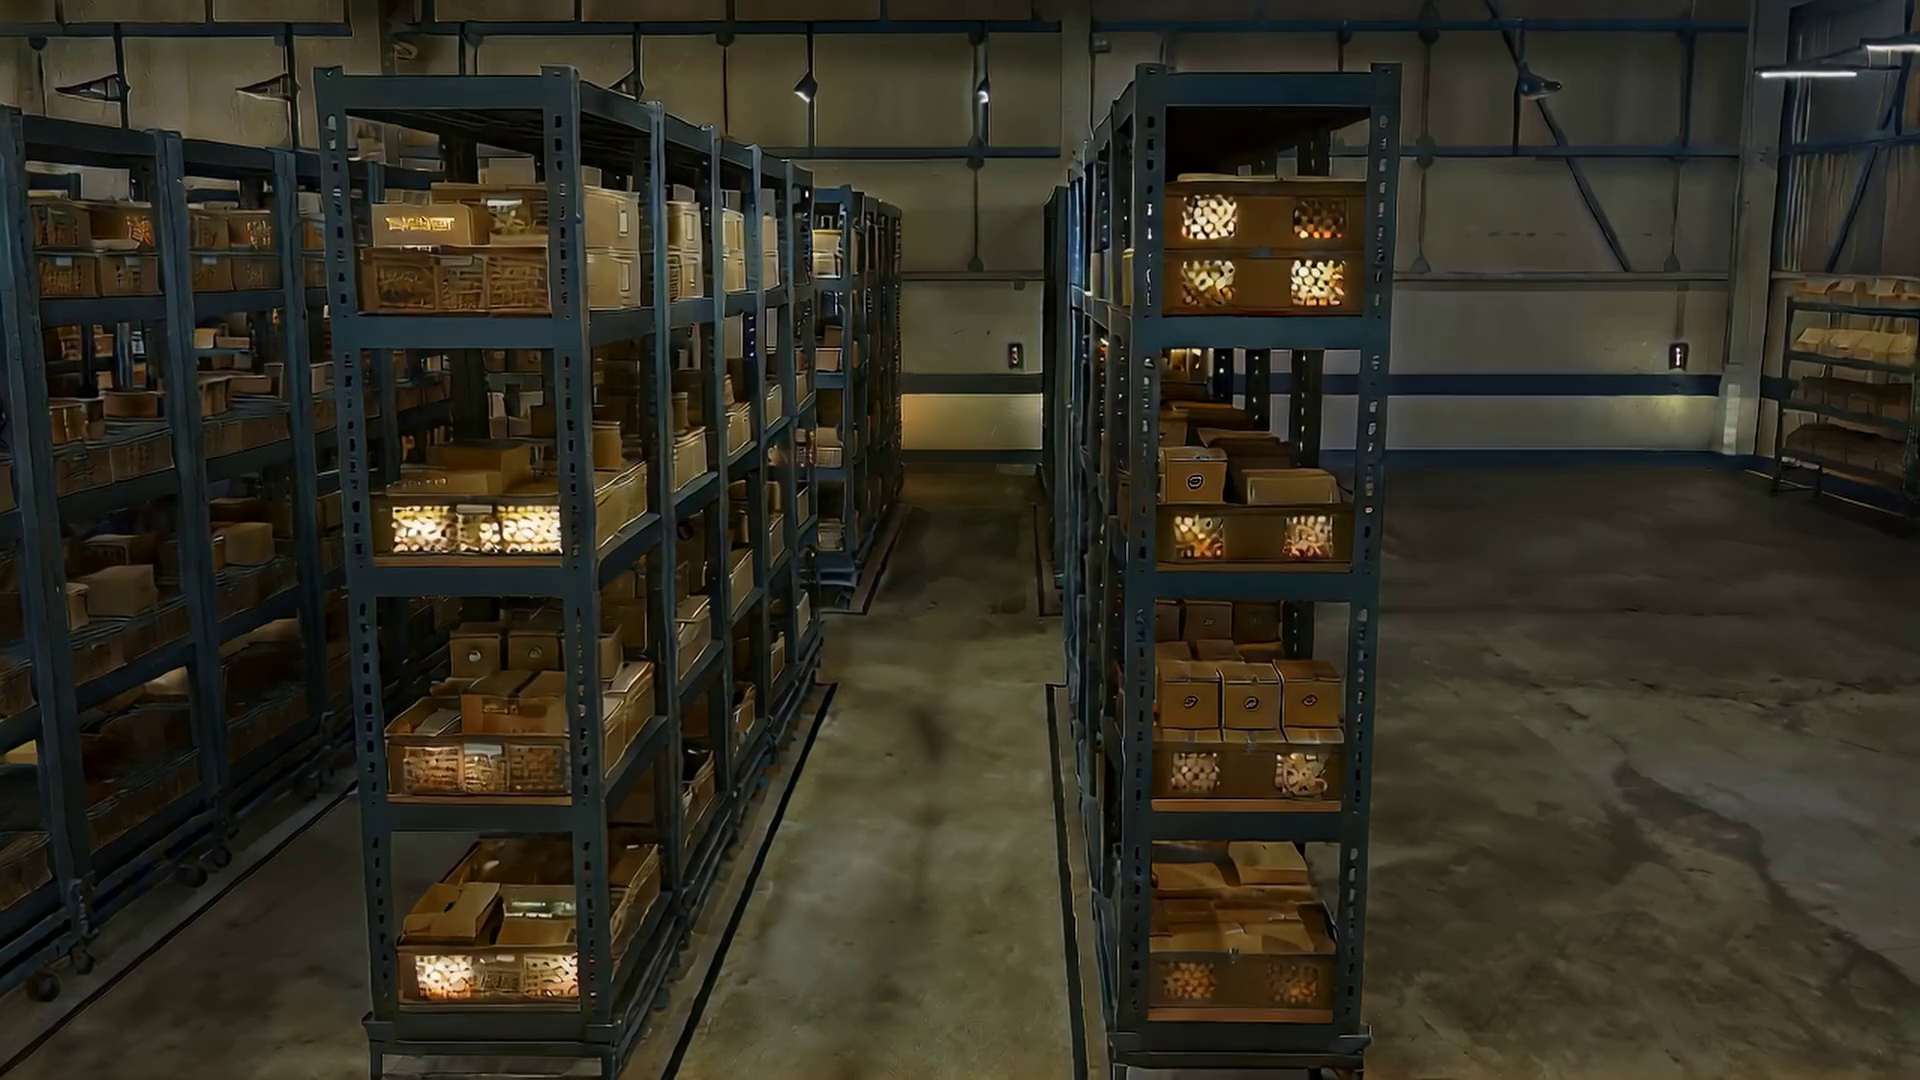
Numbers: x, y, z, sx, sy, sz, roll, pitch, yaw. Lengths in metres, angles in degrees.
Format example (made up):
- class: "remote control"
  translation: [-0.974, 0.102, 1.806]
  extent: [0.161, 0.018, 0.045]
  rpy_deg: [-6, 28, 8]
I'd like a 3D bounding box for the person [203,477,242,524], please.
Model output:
- class: "person"
  translation: [-6.326, -0.231, 13.956]
  extent: [0.958, 1.804, 0.592]
  rpy_deg: [2, 10, 13]
